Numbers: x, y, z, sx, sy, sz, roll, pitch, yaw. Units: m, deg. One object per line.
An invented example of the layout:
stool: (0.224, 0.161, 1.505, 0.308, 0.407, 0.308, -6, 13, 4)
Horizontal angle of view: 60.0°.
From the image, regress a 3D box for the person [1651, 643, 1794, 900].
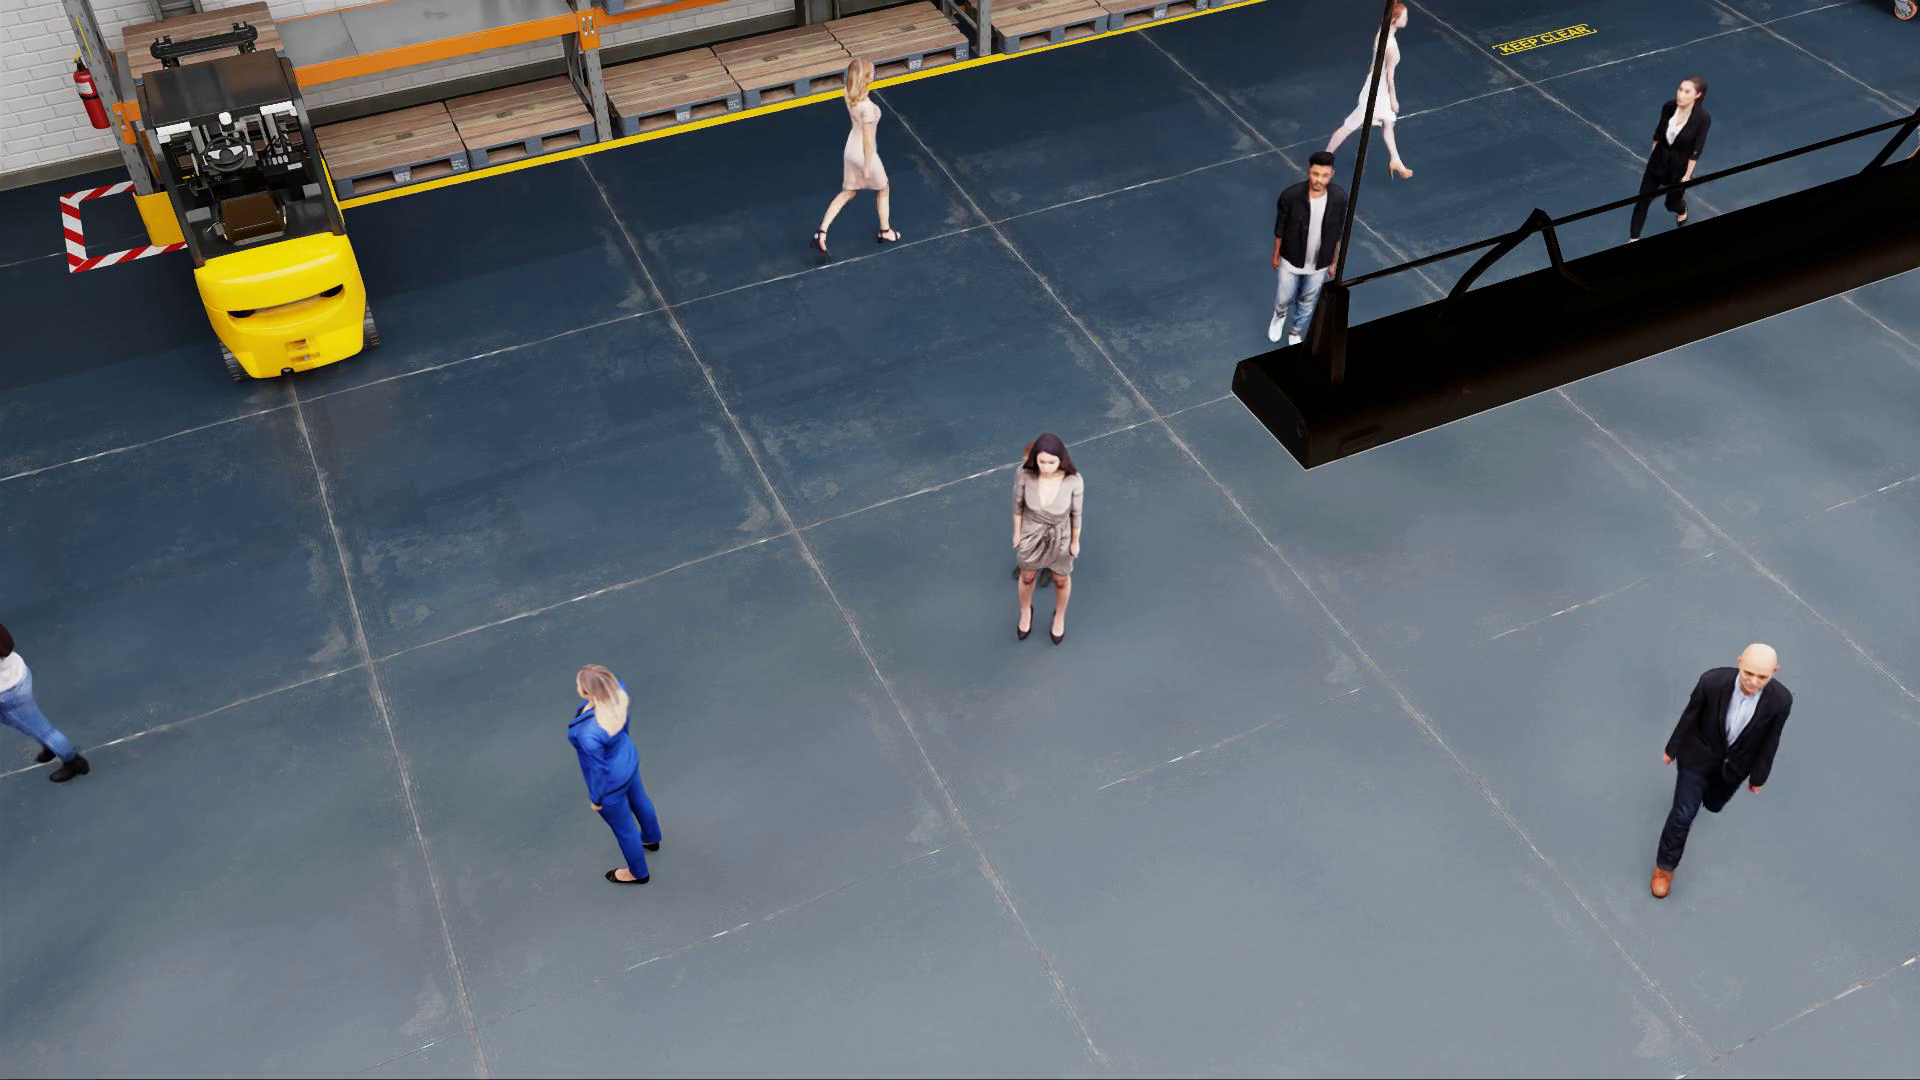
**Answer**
person: (4.246, 1.179, 9.308, 1.127, 1.775, 1.194, 15, 46, 15)

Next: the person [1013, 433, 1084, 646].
person: (0.549, -0.014, 10.583, 0.631, 1.743, 0.725, 7, 44, 7)

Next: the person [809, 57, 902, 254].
person: (-0.909, -3.149, 13.836, 1.125, 1.796, 0.711, -26, 49, -25)

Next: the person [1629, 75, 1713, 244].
person: (6.001, -3.131, 13.932, 1.039, 1.637, 0.781, -31, 52, -28)

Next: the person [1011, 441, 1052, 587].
person: (0.518, -0.205, 11.183, 0.546, 1.192, 0.594, 18, 47, 18)

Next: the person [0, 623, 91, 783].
person: (-5.487, 0.848, 9.767, 0.569, 1.621, 0.610, -18, 46, -18)

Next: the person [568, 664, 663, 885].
person: (-1.911, 1.293, 9.243, 0.740, 1.700, 0.710, 8, 44, 9)

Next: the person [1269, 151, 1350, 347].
person: (2.691, -2.274, 12.914, 0.795, 1.800, 0.888, 4, 44, 4)

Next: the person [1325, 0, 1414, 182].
person: (3.554, -3.907, 14.678, 1.167, 1.732, 0.974, 5, 44, 5)
